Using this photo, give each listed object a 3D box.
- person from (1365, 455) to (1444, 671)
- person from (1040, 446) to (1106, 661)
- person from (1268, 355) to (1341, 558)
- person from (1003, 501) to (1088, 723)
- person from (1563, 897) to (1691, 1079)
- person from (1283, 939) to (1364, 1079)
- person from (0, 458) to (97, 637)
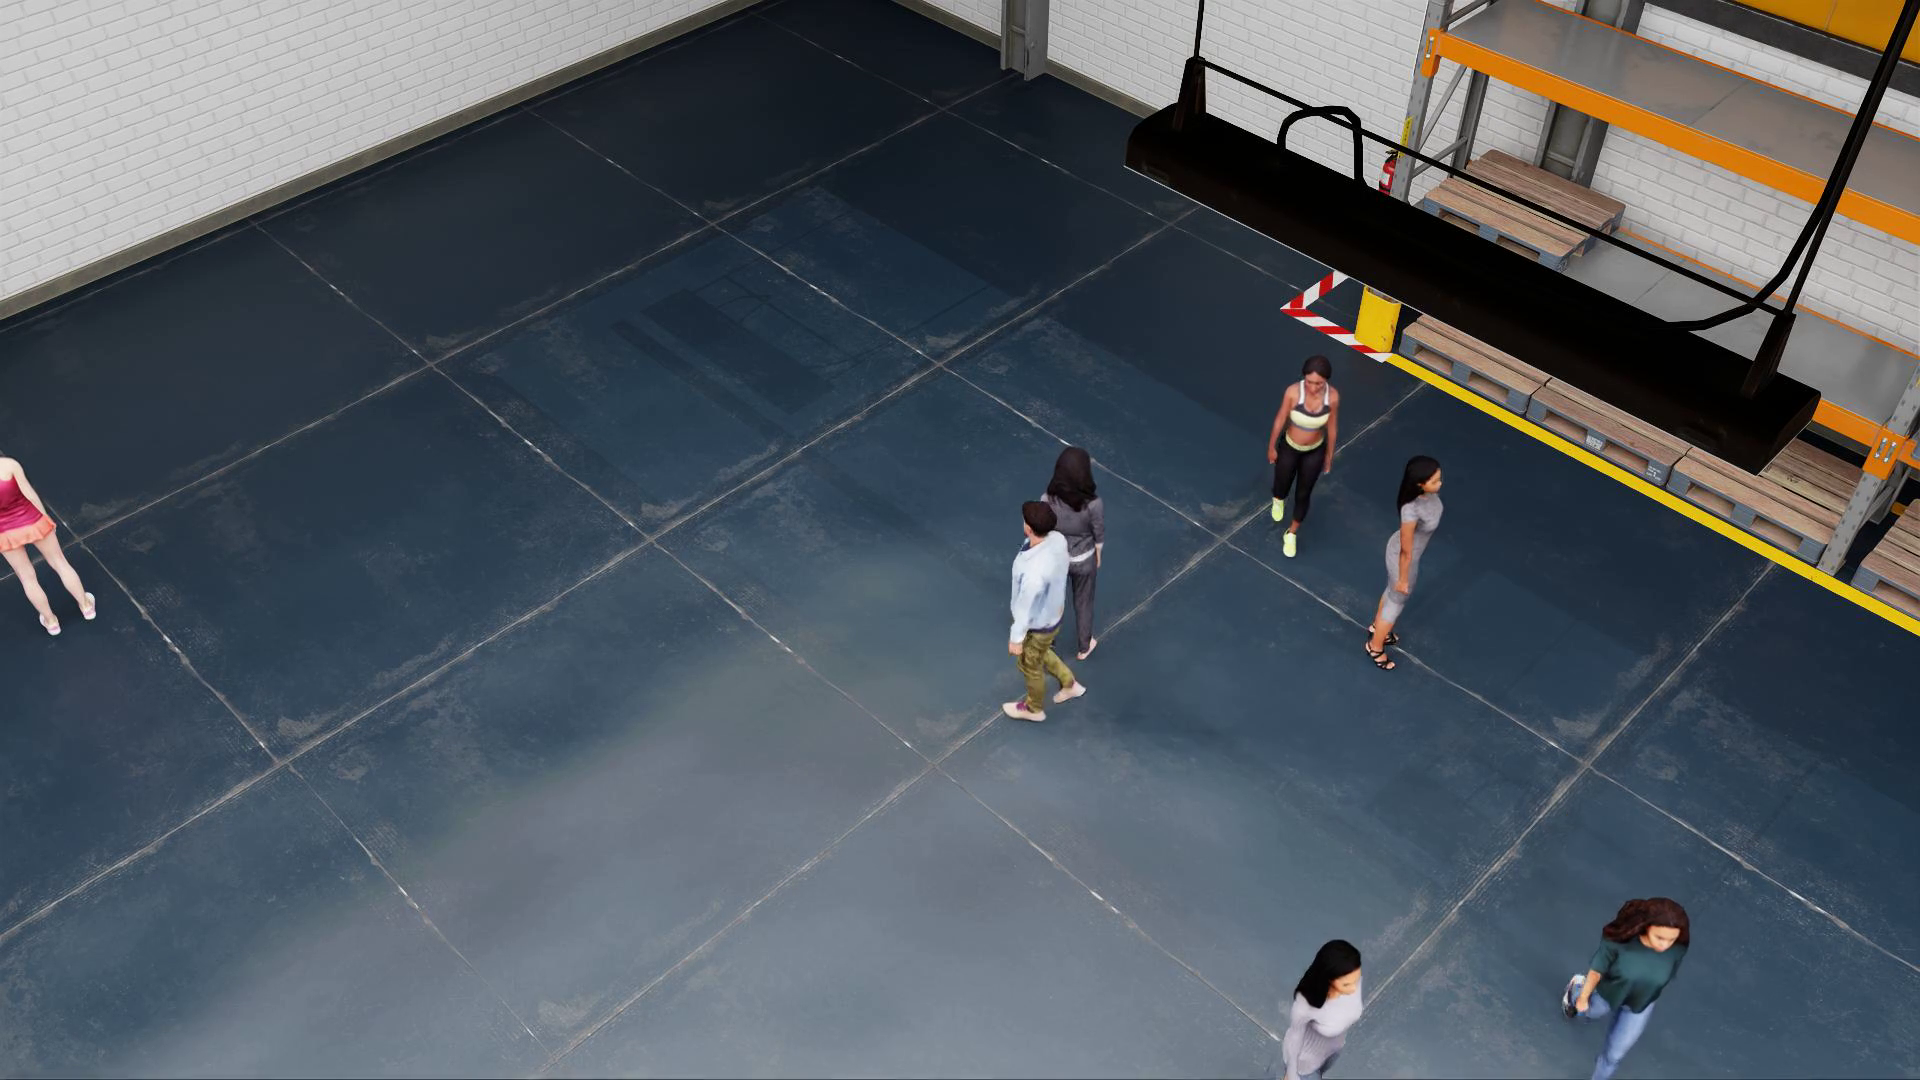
[{"bbox_3d":[2.905,0.128,10.904,0.655,1.778,0.675,12,45,12],"label":"person"},{"bbox_3d":[0.717,0.117,10.927,0.645,1.762,0.733,5,44,5],"label":"person"},{"bbox_3d":[2.421,-0.686,11.787,0.864,1.738,0.906,2,44,2],"label":"person"},{"bbox_3d":[0.580,0.507,10.493,0.942,1.797,0.887,10,45,10],"label":"person"},{"bbox_3d":[3.454,2.316,8.740,1.062,1.594,1.002,9,44,10],"label":"person"},{"bbox_3d":[1.737,2.520,8.429,0.658,1.728,0.653,-30,51,-28],"label":"person"},{"bbox_3d":[-6.304,-0.075,11.137,0.601,1.750,0.579,-26,49,-25],"label":"person"}]
